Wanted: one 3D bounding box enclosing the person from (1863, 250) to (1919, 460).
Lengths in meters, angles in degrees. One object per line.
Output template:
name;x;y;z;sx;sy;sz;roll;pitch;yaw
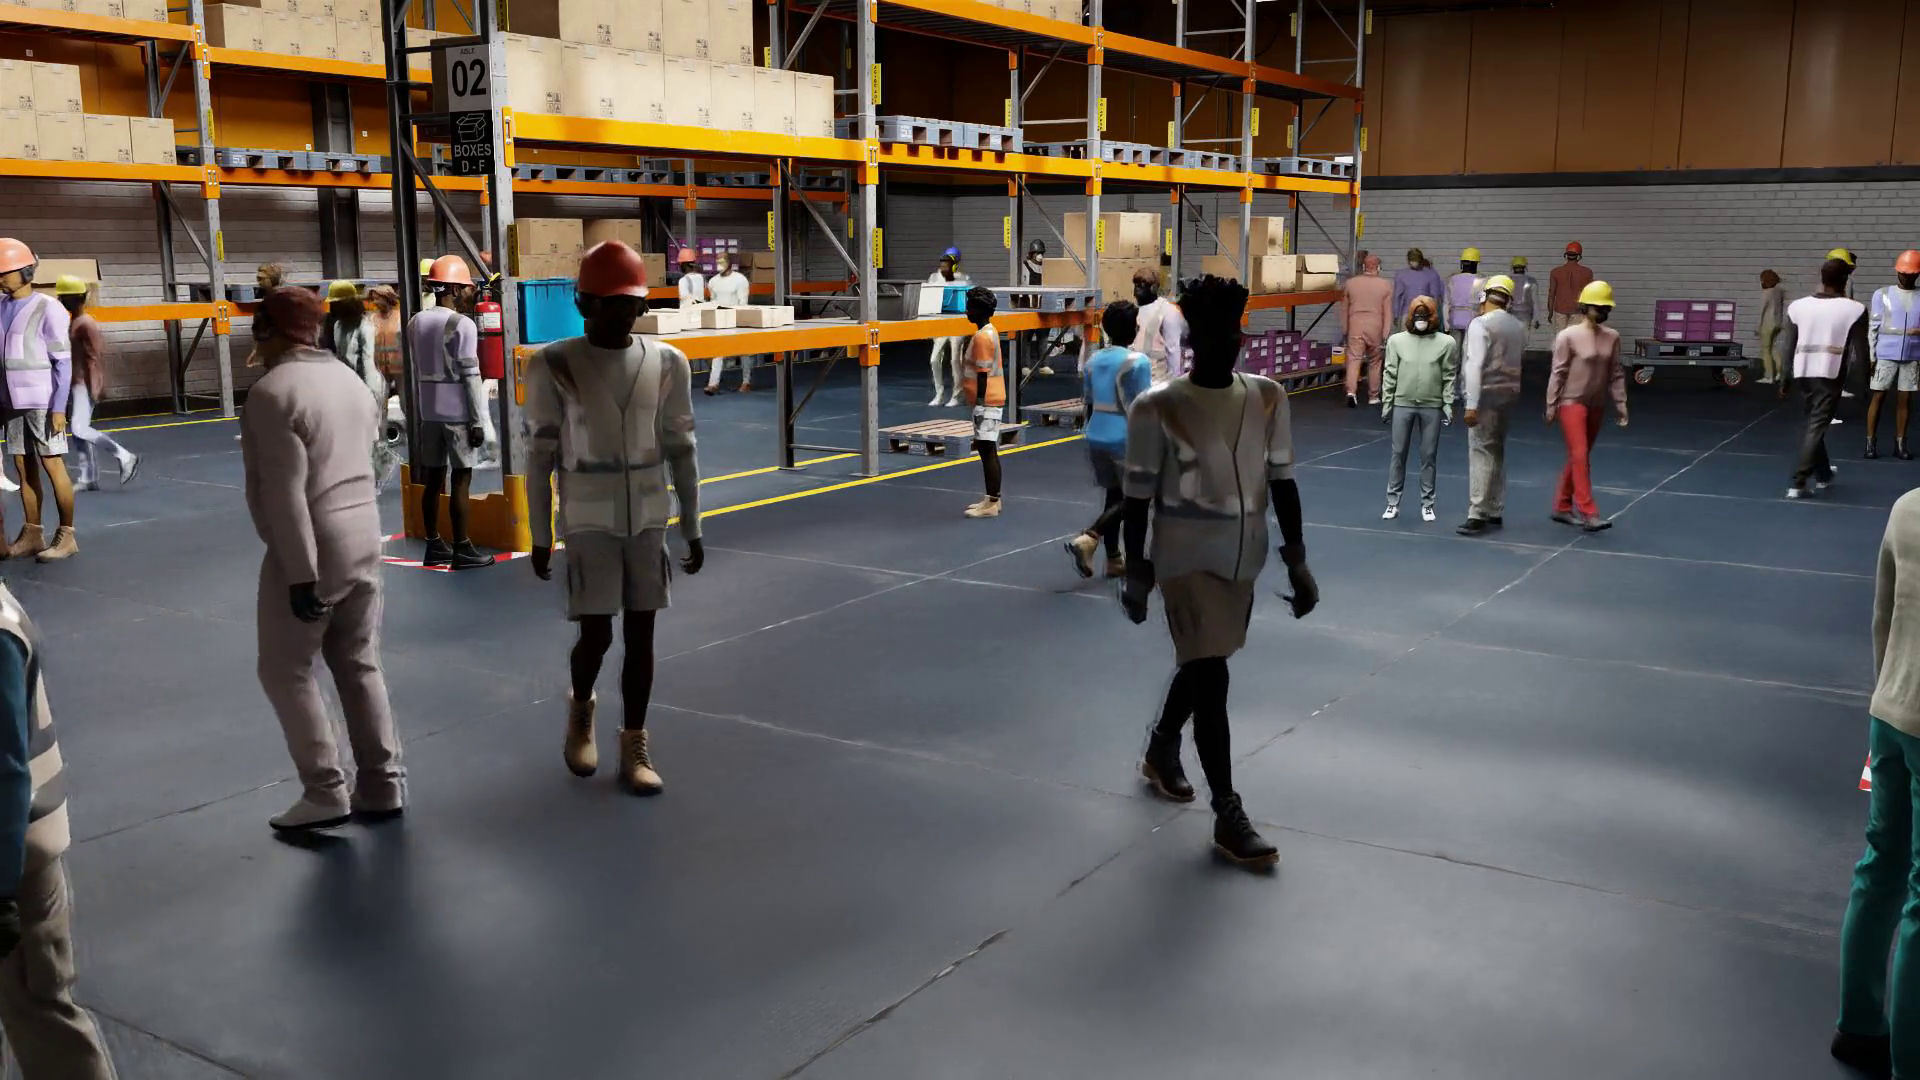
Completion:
person;8.660;-1.694;15.331;0.542;1.928;0.374;3;11;15

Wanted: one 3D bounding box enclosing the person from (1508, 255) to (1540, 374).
person;8.302;-3.337;24.766;0.601;1.803;0.807;9;13;40

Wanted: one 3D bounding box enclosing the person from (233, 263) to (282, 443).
person;-6.808;-1.836;16.505;0.905;1.799;0.508;-8;13;-36

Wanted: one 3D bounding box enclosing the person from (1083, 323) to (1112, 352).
person;1.825;-2.763;21.436;0.512;1.864;0.330;4;11;21

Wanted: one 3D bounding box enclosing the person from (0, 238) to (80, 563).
person;-5.864;-0.867;10.454;0.605;2.034;0.393;4;11;20

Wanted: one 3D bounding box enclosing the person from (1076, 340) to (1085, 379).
person;2.137;-3.311;24.276;1.032;1.920;0.710;-6;12;-31

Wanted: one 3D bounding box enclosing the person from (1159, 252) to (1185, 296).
person;3.727;-4.193;29.485;0.640;1.825;0.669;7;13;35

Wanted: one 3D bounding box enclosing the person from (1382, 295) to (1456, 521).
person;3.299;-0.944;11.991;0.507;1.632;0.281;3;11;17

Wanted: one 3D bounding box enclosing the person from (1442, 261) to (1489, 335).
person;6.935;-2.999;22.800;0.633;1.842;0.429;1;10;7

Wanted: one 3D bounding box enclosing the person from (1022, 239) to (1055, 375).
person;1.176;-3.501;25.028;0.695;2.000;0.537;-6;12;-29

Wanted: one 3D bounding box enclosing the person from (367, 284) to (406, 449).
person;-5.296;-1.566;15.567;0.516;1.648;0.562;2;10;10

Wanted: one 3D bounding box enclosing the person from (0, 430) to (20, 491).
person;-7.831;-1.303;13.221;0.409;1.907;0.651;4;11;20

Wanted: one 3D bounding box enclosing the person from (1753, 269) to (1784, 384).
person;11.390;-3.005;23.452;0.526;1.612;0.328;-6;12;-30

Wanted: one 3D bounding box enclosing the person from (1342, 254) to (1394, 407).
person;4.937;-2.547;20.242;0.637;1.869;0.956;5;11;24

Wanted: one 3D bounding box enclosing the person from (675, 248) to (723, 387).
person;-3.613;-2.975;22.482;0.804;1.913;0.561;6;12;30

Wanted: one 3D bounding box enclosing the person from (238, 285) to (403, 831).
person;-2.194;0.062;5.764;0.516;1.868;0.664;3;11;15

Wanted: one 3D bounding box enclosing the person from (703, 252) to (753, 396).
person;-3.033;-2.832;21.822;0.630;1.877;1.074;4;11;19

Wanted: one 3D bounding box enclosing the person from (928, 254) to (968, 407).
person;-0.142;-2.506;20.085;0.512;1.844;0.571;6;12;30

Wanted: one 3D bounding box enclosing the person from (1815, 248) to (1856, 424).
person;9.640;-2.253;18.429;0.371;1.927;0.588;3;11;16

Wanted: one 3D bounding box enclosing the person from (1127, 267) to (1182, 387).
person;1.570;-1.356;13.804;0.899;1.817;0.626;-8;13;-38

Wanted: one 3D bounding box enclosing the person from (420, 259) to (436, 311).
person;-5.426;-1.986;17.211;0.601;1.830;0.404;9;14;41

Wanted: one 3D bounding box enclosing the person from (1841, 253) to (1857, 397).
person;11.415;-2.792;21.596;0.327;1.865;0.520;-2;10;-9

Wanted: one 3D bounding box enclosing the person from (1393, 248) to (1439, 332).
person;6.634;-3.291;24.231;0.650;1.914;0.659;3;11;14

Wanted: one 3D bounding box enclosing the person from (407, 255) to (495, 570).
person;-3.127;-0.779;10.263;0.543;1.932;0.384;6;12;30

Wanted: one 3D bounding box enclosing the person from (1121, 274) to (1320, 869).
person;0.850;0.057;5.679;0.607;1.920;0.989;-5;11;-26

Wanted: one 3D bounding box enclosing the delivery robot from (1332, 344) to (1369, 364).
delivery robot;5.975;-2.833;25.185;0.707;0.478;0.477;-6;12;-30

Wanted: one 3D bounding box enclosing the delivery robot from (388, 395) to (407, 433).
delivery robot;-5.521;-1.270;16.525;0.707;0.478;0.477;-8;13;-39

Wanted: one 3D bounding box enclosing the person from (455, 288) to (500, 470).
person;-4.292;-1.402;14.567;0.514;1.605;0.534;-5;11;-25

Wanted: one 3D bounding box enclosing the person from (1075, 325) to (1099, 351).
person;2.092;-3.709;26.662;0.432;1.872;0.584;-6;12;-31

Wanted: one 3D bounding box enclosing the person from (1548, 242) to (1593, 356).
person;8.920;-3.351;24.325;0.622;1.993;0.382;5;11;24

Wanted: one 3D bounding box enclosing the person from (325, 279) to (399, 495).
person;-4.723;-1.197;13.162;0.488;1.722;0.534;7;13;35

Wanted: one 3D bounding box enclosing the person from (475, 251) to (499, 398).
person;-6.040;-2.768;21.398;0.337;1.882;0.583;-7;12;-34

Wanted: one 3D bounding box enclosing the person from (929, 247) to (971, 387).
person;-0.145;-3.020;22.667;0.616;1.930;0.741;2;10;11

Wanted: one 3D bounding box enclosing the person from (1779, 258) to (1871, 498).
person;6.917;-1.286;13.223;0.995;1.864;0.610;-8;13;-39

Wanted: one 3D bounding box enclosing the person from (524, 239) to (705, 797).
person;-1.245;-0.069;6.056;0.615;2.025;0.477;-6;12;-31

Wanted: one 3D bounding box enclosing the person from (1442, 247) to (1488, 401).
person;6.334;-2.688;20.840;0.589;1.927;0.388;9;14;42

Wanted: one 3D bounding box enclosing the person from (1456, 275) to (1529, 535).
person;3.645;-0.940;11.589;0.766;1.787;0.406;-9;14;-42

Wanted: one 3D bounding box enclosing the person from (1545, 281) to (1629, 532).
person;4.400;-0.910;11.516;0.545;1.733;0.828;-4;11;-21

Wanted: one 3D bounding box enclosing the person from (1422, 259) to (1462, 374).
person;7.080;-3.352;25.018;1.099;1.764;0.576;4;11;22

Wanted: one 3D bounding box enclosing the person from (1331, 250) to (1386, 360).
person;6.710;-3.956;28.084;1.010;1.859;0.669;2;10;11

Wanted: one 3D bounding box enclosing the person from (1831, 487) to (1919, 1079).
person;2.311;0.456;3.873;0.316;1.766;0.533;0;10;2

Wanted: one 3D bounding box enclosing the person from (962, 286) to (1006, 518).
person;0.176;-1.003;12.168;0.321;1.689;0.530;0;10;2

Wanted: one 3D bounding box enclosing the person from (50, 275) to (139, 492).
person;-7.009;-1.247;13.351;0.480;1.752;0.526;-9;14;-42

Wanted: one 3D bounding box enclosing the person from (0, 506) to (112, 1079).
person;-1.950;0.633;3.284;0.420;1.637;0.526;-10;14;-44

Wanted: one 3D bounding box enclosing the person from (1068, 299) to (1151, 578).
person;0.866;-0.572;9.781;0.562;1.679;0.541;-7;12;-33
